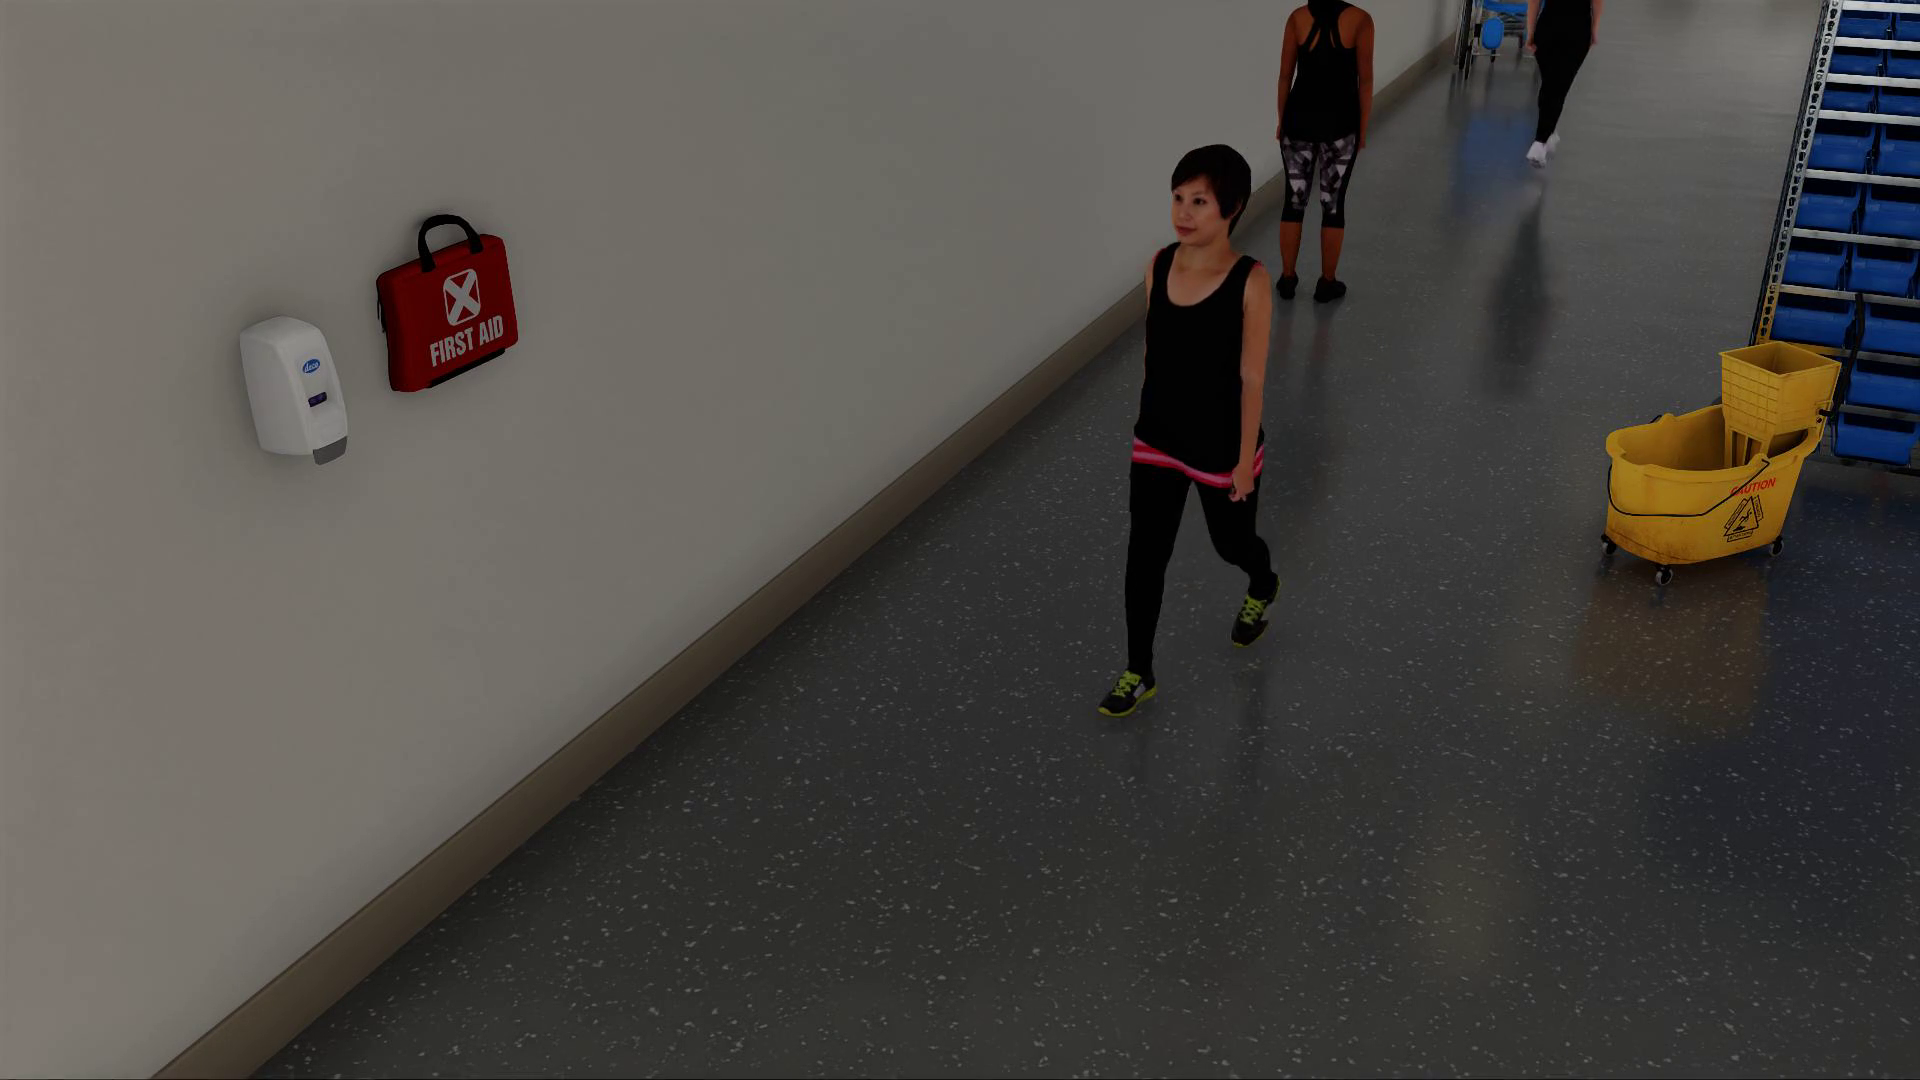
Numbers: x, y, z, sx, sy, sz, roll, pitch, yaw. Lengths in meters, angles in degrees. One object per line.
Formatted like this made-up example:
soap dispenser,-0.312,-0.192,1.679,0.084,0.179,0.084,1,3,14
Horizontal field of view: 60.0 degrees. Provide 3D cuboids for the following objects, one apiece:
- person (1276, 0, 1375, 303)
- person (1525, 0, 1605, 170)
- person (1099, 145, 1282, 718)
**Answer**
person,1.691,-1.959,7.807,0.448,1.664,0.645,10,27,19
person,3.679,-3.069,10.185,1.101,1.597,0.727,14,29,27
person,0.698,-0.293,4.514,1.004,1.523,0.751,18,31,32
